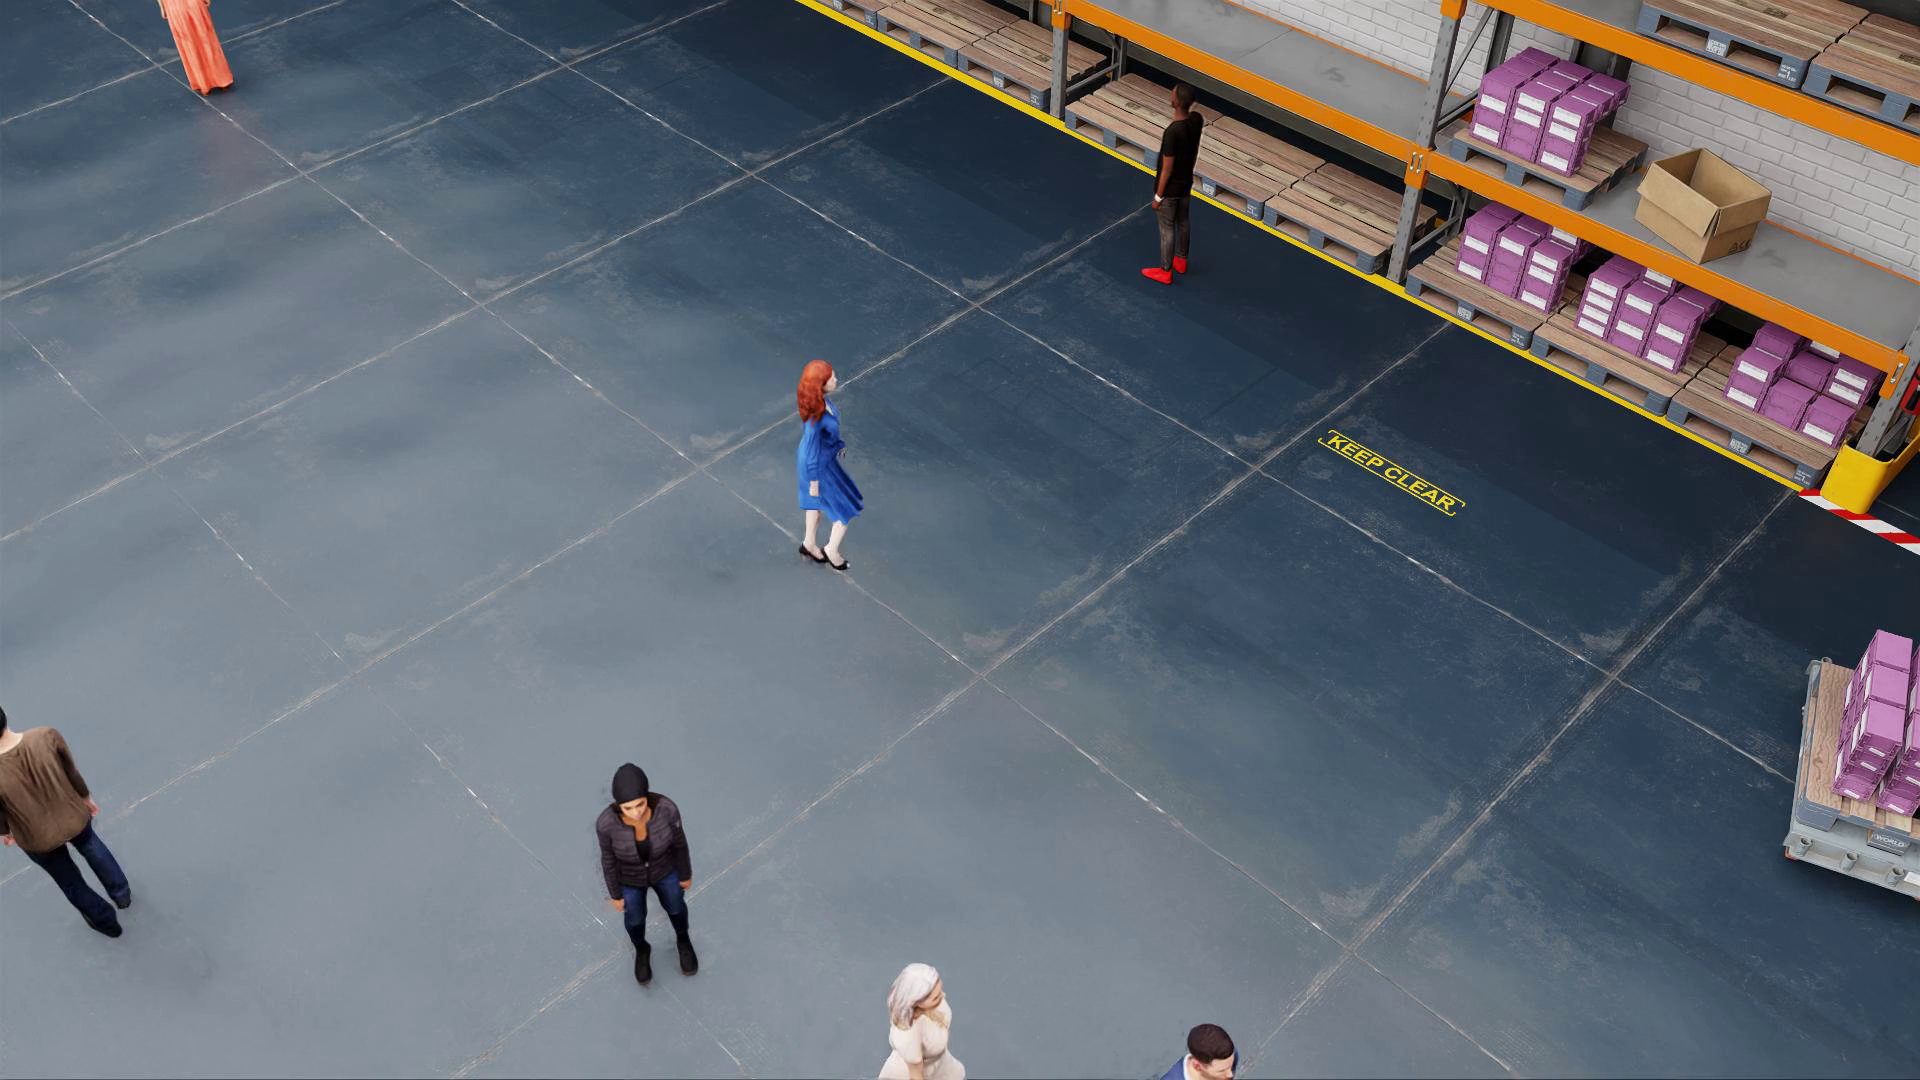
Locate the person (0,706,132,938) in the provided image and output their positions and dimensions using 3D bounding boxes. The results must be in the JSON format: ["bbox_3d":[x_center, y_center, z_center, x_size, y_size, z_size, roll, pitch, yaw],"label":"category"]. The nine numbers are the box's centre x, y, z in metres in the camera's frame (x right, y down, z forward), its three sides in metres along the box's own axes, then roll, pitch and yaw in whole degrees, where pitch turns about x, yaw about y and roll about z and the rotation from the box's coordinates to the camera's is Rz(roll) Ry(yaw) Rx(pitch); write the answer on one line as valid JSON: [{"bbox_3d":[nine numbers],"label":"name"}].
[{"bbox_3d":[-4.933,1.581,9.098,0.651,1.875,0.689,26,49,25],"label":"person"}]

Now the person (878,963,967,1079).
[{"bbox_3d":[-0.311,2.607,8.160,1.241,1.683,1.103,5,44,5],"label":"person"}]

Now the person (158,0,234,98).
[{"bbox_3d":[-7.601,-5.237,16.307,0.683,1.803,0.651,-23,48,-22],"label":"person"}]

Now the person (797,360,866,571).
[{"bbox_3d":[-1.038,-0.481,11.307,0.873,1.813,0.815,-3,44,-3],"label":"person"}]

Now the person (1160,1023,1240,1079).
[{"bbox_3d":[1.030,2.756,7.895,0.624,1.833,0.793,-33,53,-30],"label":"person"}]

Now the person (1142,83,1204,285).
[{"bbox_3d":[1.808,-2.988,13.945,0.522,1.805,0.655,32,52,29],"label":"person"}]

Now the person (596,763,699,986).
[{"bbox_3d":[-1.688,1.799,8.967,0.706,1.741,0.722,-11,45,-12],"label":"person"}]
